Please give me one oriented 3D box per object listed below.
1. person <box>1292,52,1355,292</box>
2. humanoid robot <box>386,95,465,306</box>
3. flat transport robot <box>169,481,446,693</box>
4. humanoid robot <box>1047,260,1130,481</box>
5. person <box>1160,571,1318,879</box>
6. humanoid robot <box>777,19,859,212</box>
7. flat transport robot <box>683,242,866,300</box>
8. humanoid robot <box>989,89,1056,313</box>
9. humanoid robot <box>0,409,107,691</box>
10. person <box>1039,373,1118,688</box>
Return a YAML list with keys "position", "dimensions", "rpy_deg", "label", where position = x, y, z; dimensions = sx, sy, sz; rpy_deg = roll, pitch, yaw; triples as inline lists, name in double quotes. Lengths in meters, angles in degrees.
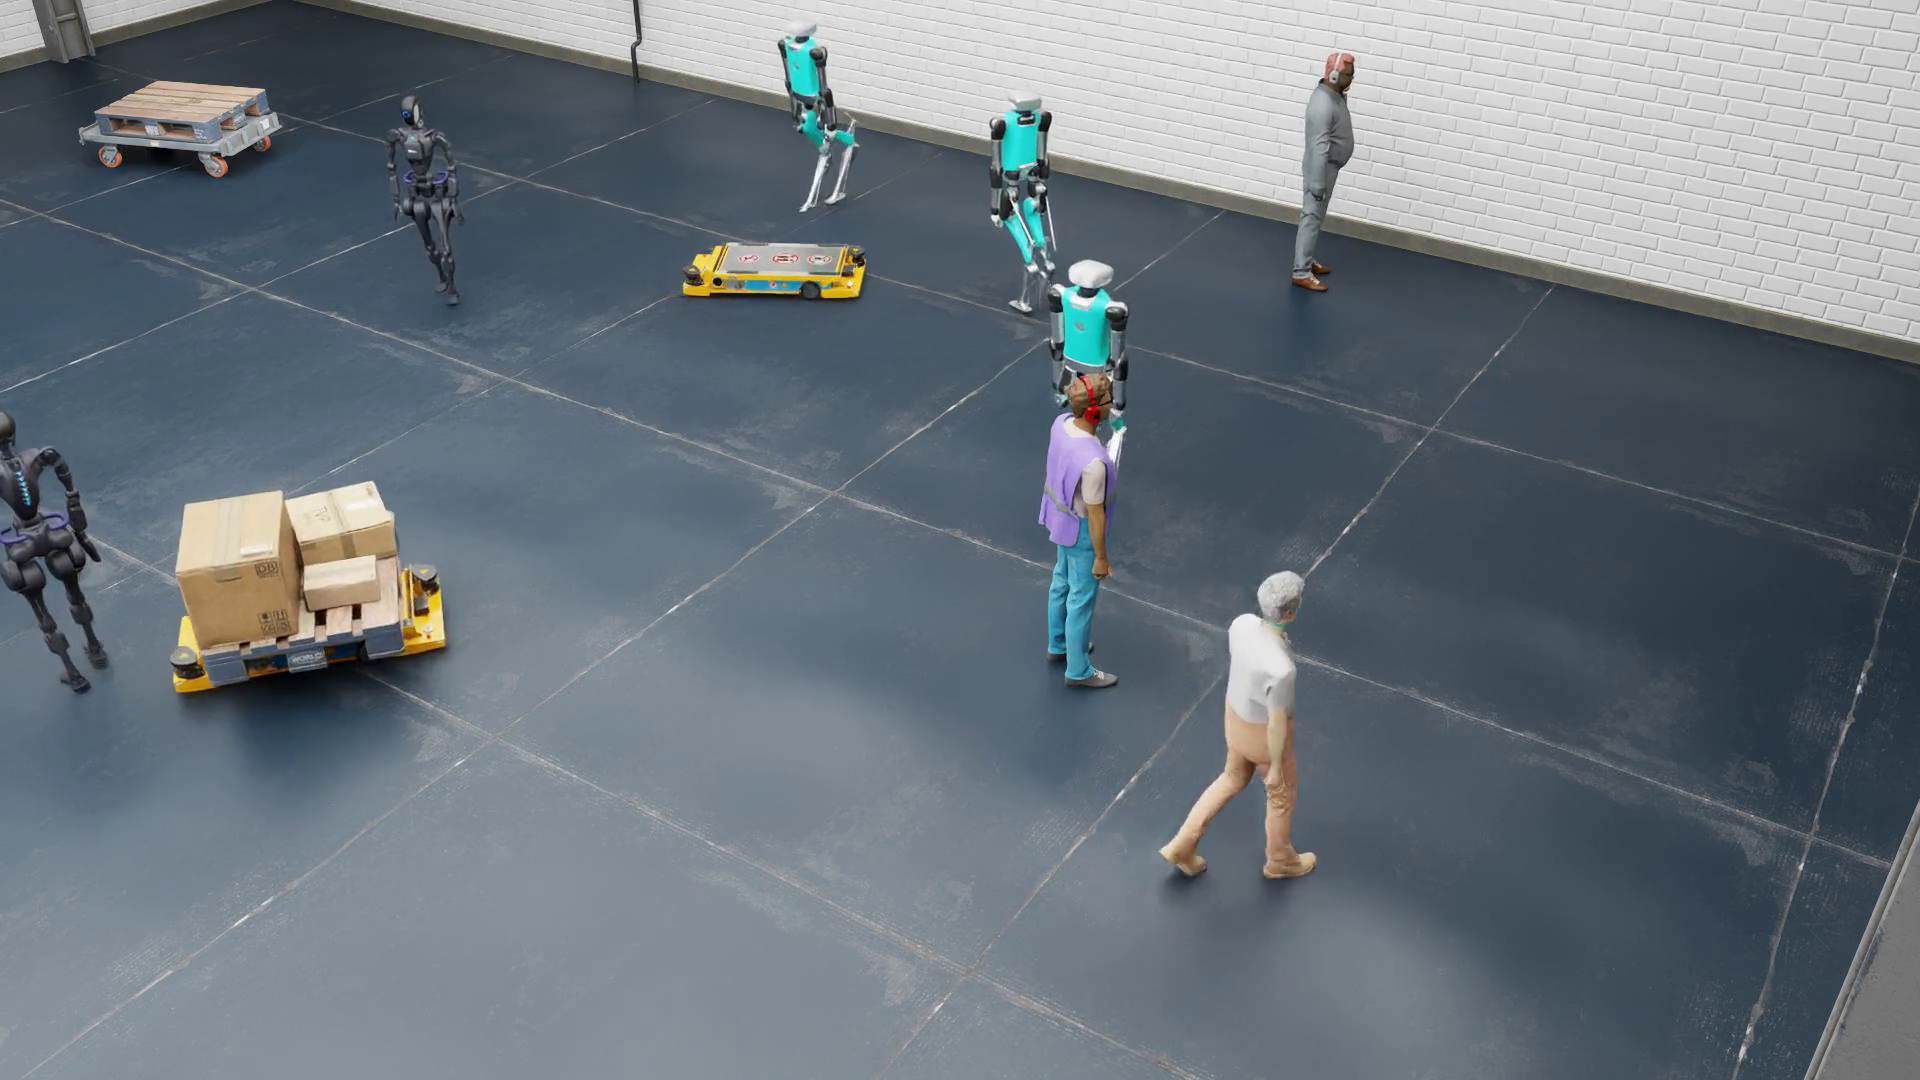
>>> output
- position: [2.935, -2.965, 13.359]
  dimensions: [0.405, 1.904, 0.651]
  rpy_deg: [8, 34, 13]
  label: "person"
- position: [-4.226, -2.693, 13.151]
  dimensions: [0.588, 1.640, 0.567]
  rpy_deg: [2, 33, 3]
  label: "humanoid robot"
- position: [-3.699, 0.492, 9.491]
  dimensions: [1.431, 0.231, 0.659]
  rpy_deg: [-10, 34, -14]
  label: "flat transport robot"
- position: [0.912, -0.992, 10.467]
  dimensions: [0.531, 1.797, 0.815]
  rpy_deg: [20, 38, 28]
  label: "humanoid robot"
- position: [1.323, 0.877, 7.553]
  dimensions: [0.704, 1.724, 0.487]
  rpy_deg: [-13, 35, -19]
  label: "person"
- position: [-1.175, -3.780, 14.793]
  dimensions: [0.534, 1.774, 0.771]
  rpy_deg: [25, 40, 33]
  label: "humanoid robot"
- position: [-1.516, -2.216, 13.705]
  dimensions: [1.431, 0.231, 0.659]
  rpy_deg: [1, 33, 2]
  label: "flat transport robot"
- position: [0.563, -2.511, 12.847]
  dimensions: [0.542, 1.849, 0.669]
  rpy_deg: [-19, 37, -27]
  label: "humanoid robot"
- position: [-4.960, 0.044, 8.890]
  dimensions: [0.472, 1.649, 0.587]
  rpy_deg: [28, 42, 36]
  label: "humanoid robot"
- position: [0.633, -0.041, 8.858]
  dimensions: [0.391, 1.849, 0.563]
  rpy_deg: [-10, 34, -15]
  label: "person"
